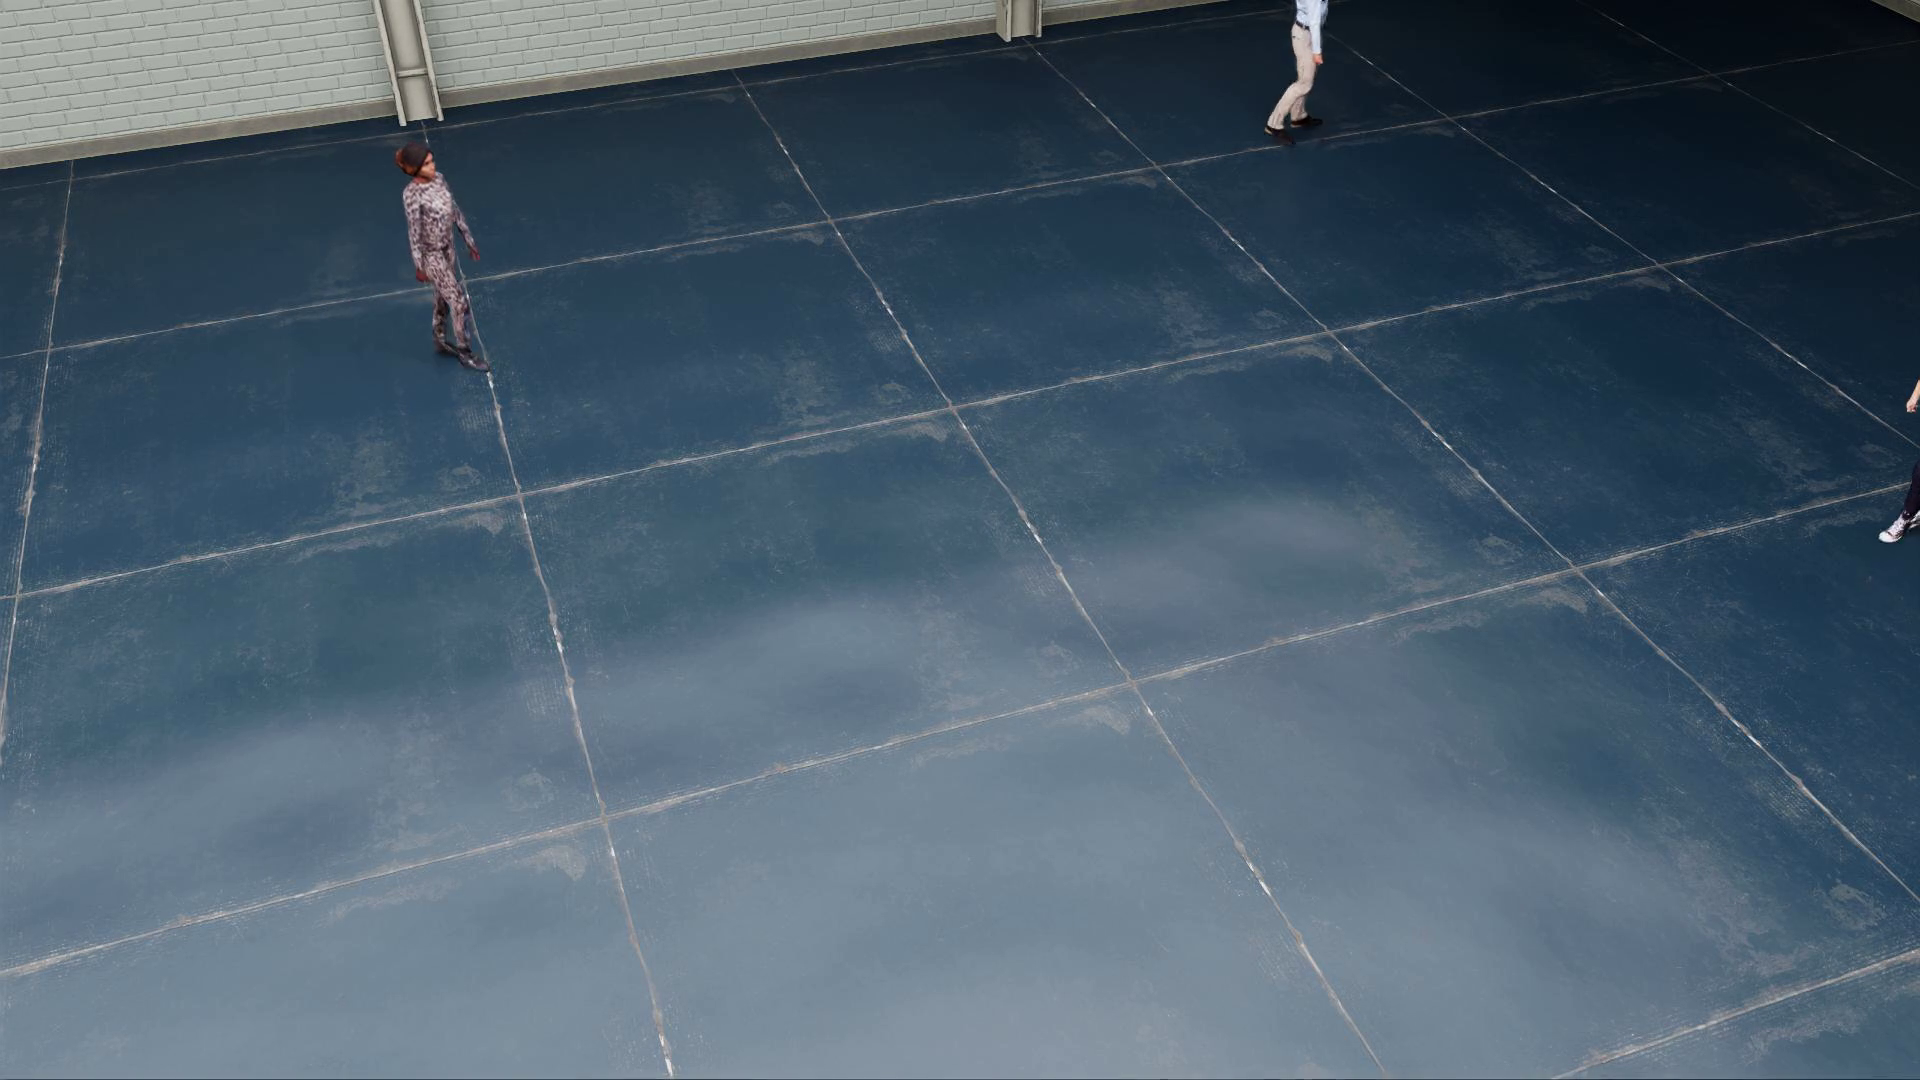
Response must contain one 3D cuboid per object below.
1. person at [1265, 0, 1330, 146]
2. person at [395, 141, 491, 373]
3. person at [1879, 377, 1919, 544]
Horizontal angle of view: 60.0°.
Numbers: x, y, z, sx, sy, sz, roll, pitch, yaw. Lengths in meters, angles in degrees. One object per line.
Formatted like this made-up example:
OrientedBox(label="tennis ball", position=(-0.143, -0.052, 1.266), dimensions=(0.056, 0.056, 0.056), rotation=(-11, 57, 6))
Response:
OrientedBox(label="person", position=(3.049, -4.398, 14.609), dimensions=(0.947, 1.816, 0.898), rotation=(-3, 38, -4))
OrientedBox(label="person", position=(-3.725, -2.002, 11.644), dimensions=(0.905, 1.696, 0.825), rotation=(11, 39, 13))
OrientedBox(label="person", position=(6.059, -0.791, 10.050), dimensions=(0.733, 1.753, 0.647), rotation=(-15, 40, -18))
